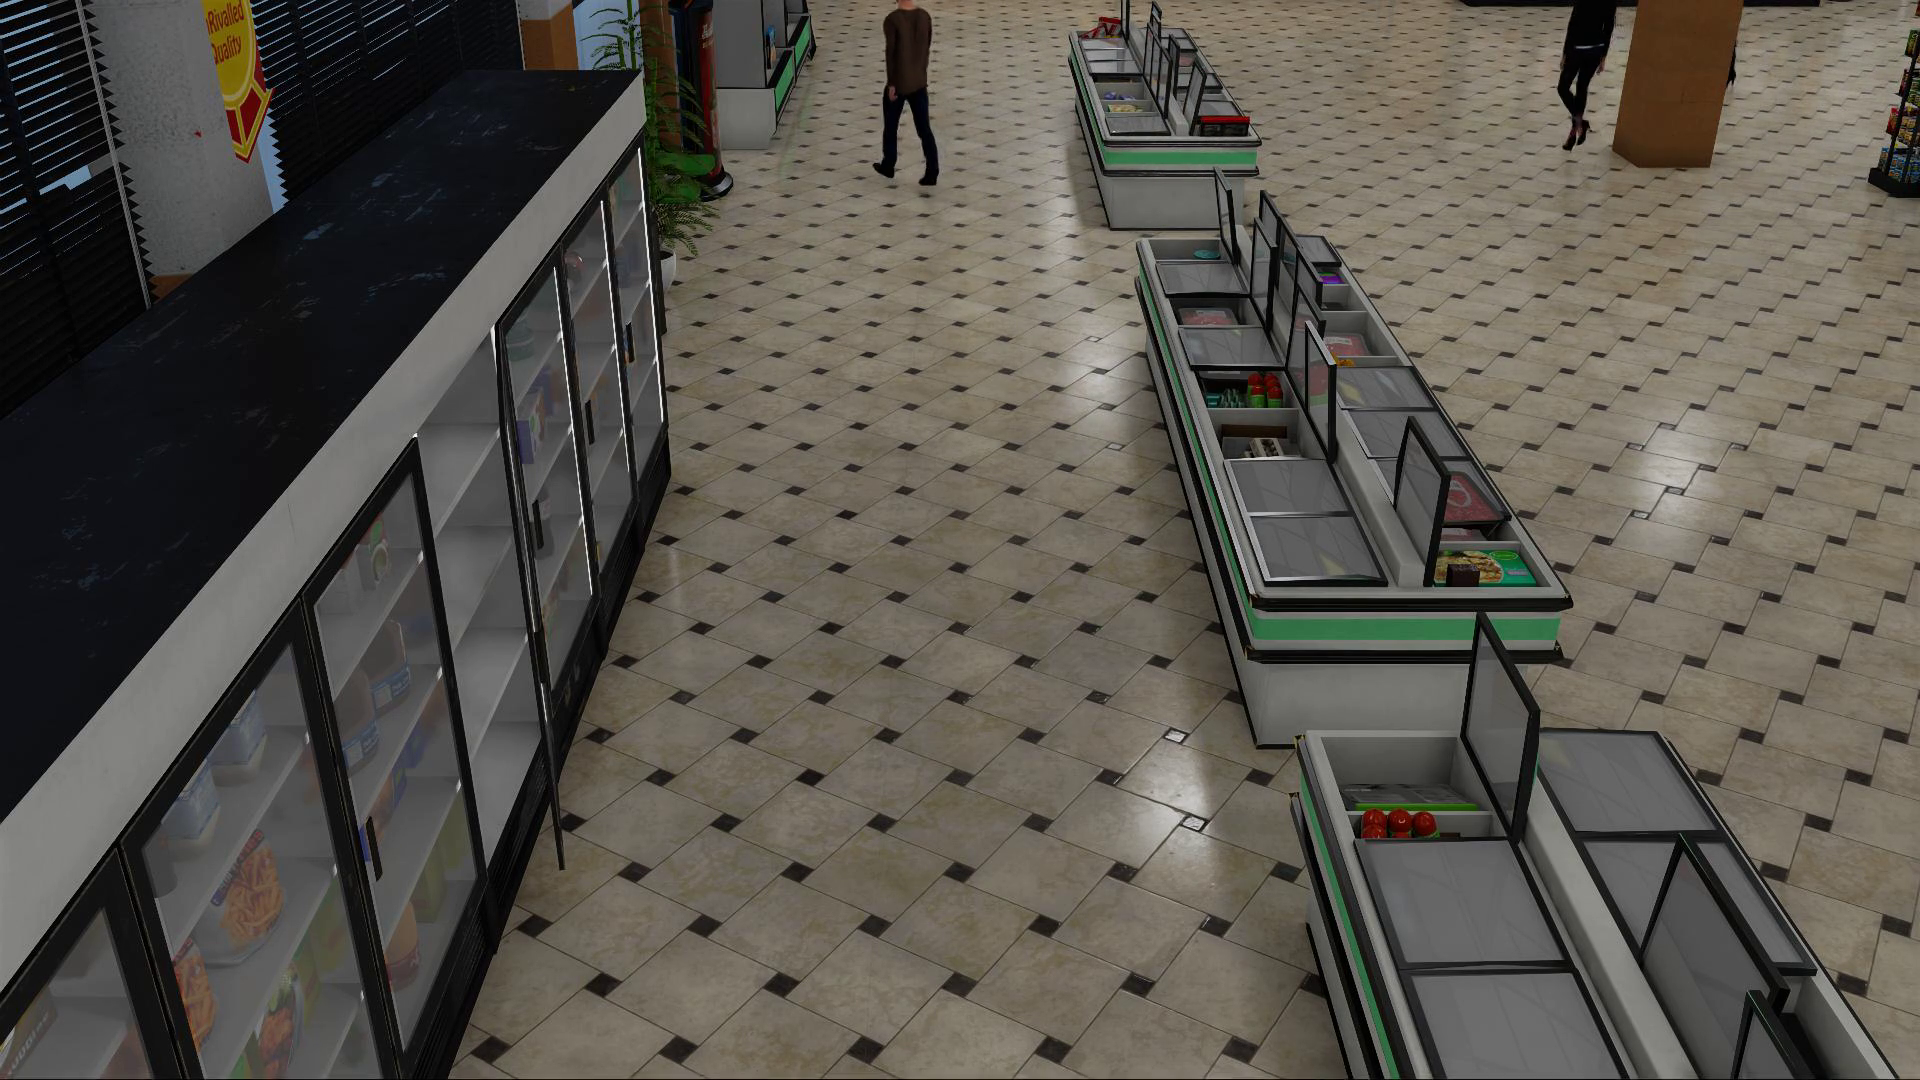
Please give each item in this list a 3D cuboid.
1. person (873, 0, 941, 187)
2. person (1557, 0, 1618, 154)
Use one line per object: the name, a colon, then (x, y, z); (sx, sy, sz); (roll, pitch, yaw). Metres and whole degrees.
person: (-0.419, -4.037, 14.819); (1.090, 1.843, 1.275); (-17, 31, -30)
person: (6.009, -4.582, 15.925); (0.659, 1.815, 0.834); (-3, 27, -5)
